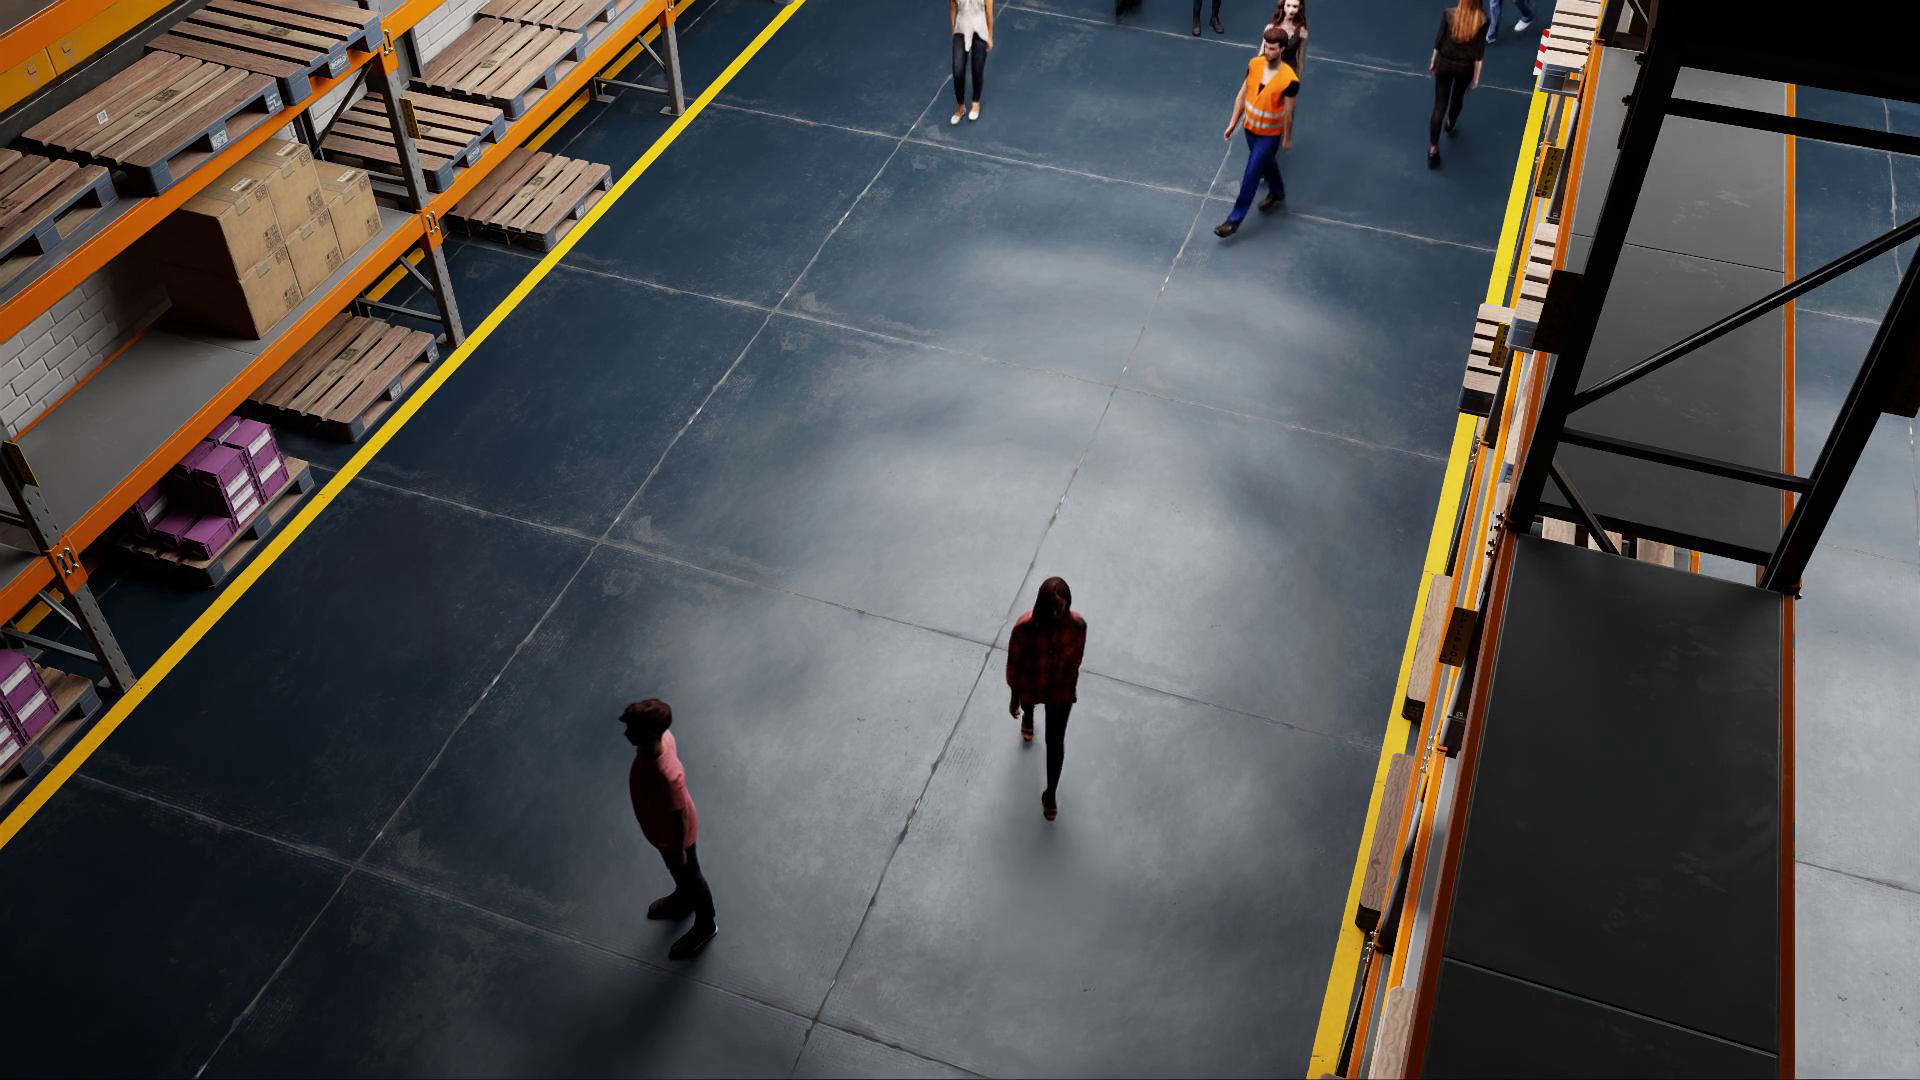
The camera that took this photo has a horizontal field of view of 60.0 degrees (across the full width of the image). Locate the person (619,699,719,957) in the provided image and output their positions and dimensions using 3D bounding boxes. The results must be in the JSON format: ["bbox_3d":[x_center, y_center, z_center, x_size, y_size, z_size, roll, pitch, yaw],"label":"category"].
[{"bbox_3d":[-1.554,1.523,8.992,0.771,1.958,0.718,-19,47,-19],"label":"person"}]

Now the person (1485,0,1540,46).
[{"bbox_3d":[5.722,-5.892,16.944,1.086,1.724,0.956,-22,48,-22],"label":"person"}]

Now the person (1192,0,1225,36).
[{"bbox_3d":[2.644,-6.085,17.137,0.658,1.738,0.684,-8,44,-9],"label":"person"}]

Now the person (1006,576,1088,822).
[{"bbox_3d":[0.486,0.794,9.976,0.898,1.656,1.203,-1,44,-1],"label":"person"}]

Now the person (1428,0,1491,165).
[{"bbox_3d":[4.526,-4.275,15.296,0.634,1.657,1.124,13,45,13],"label":"person"}]

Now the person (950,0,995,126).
[{"bbox_3d":[0.138,-4.857,15.824,0.646,1.771,0.683,7,44,8],"label":"person"}]

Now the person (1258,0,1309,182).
[{"bbox_3d":[2.922,-4.252,15.242,0.581,1.698,1.165,13,45,13],"label":"person"}]

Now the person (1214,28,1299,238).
[{"bbox_3d":[2.688,-3.591,14.446,1.304,1.840,1.103,-28,50,-26],"label":"person"}]
